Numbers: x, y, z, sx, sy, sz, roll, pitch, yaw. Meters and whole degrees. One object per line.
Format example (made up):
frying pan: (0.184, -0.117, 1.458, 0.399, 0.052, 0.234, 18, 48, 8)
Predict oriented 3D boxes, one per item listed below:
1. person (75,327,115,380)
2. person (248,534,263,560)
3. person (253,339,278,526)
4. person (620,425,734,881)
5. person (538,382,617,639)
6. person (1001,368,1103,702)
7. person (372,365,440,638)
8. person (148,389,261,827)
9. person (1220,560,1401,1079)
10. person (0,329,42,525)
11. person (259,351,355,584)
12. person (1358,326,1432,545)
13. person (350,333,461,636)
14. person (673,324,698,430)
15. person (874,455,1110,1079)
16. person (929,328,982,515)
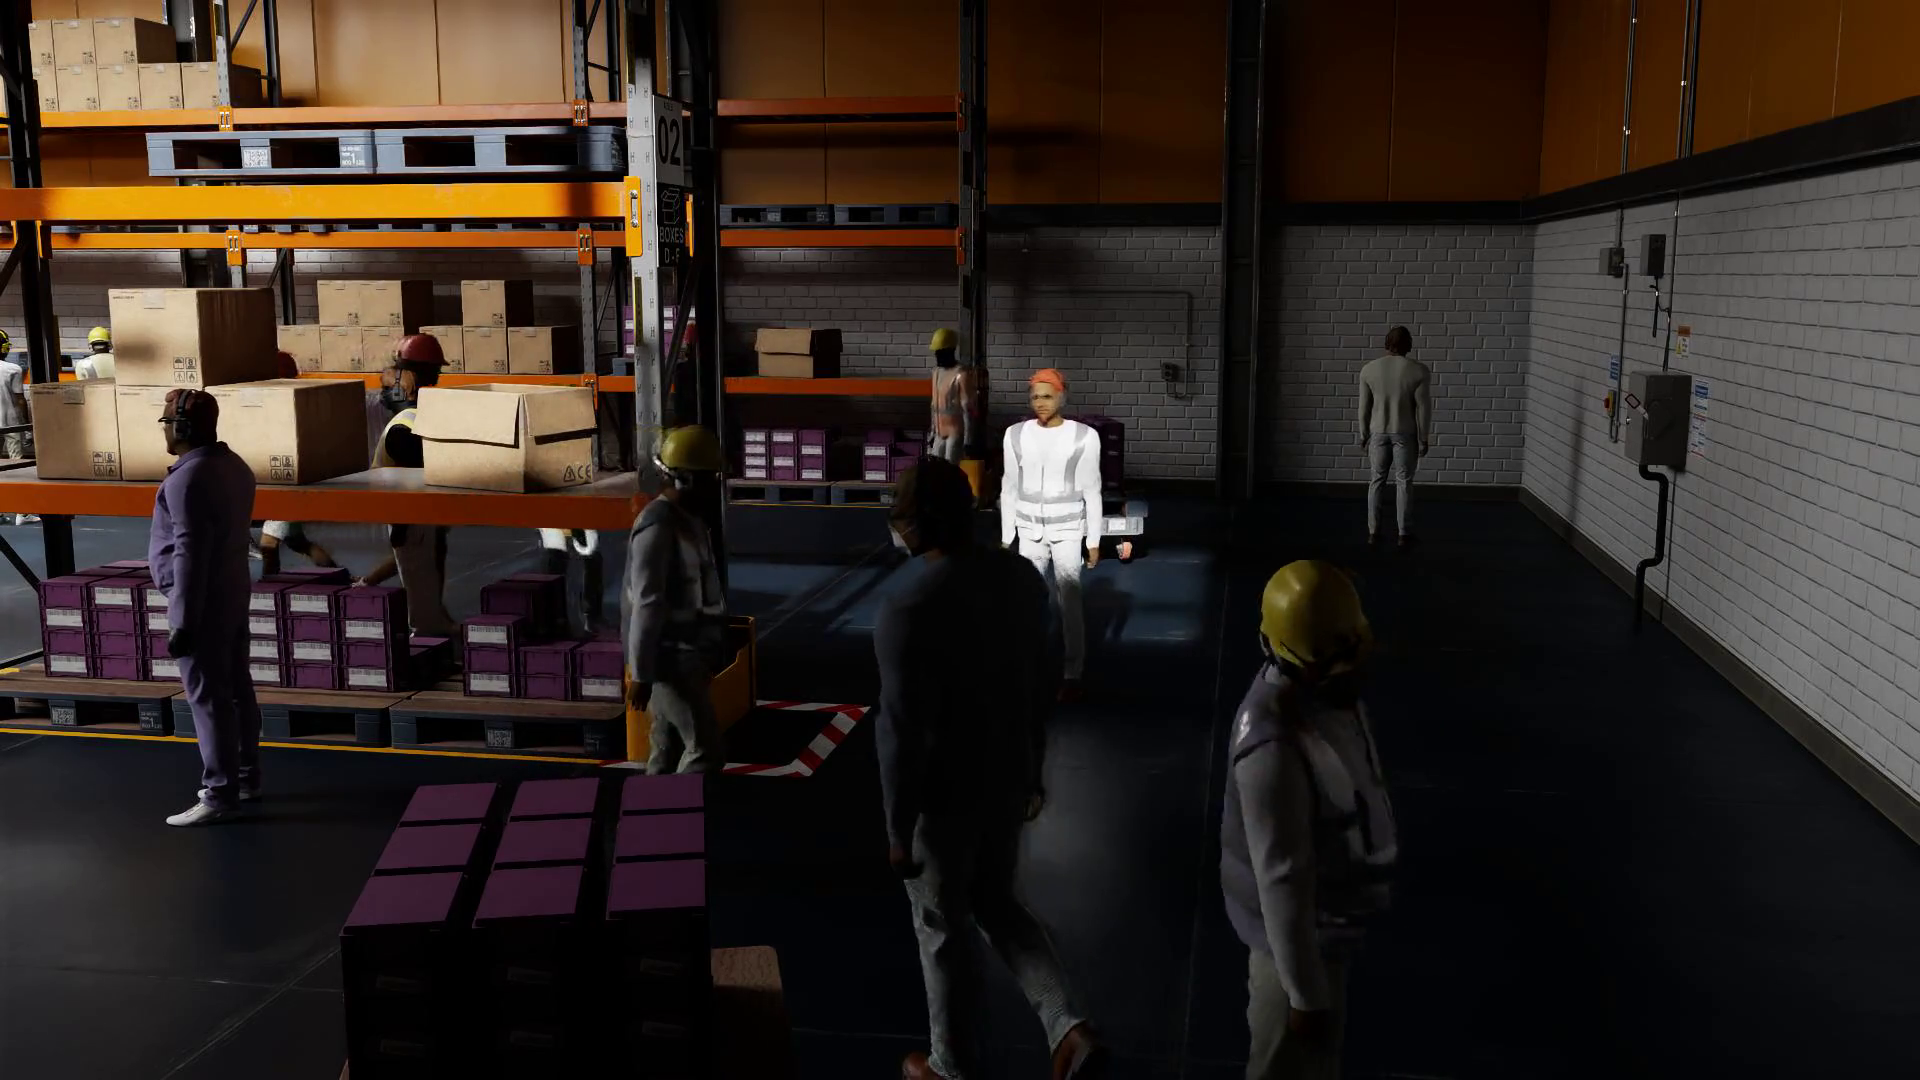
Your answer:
person: (-9.066, -1.341, 17.667, 0.403, 1.826, 0.593, 9, 13, 43)
person: (-5.972, -0.800, 13.962, 0.377, 1.938, 0.547, -4, 10, -23)
person: (-6.509, -1.071, 15.646, 0.354, 1.939, 0.545, -9, 13, -43)
person: (-1.094, 0.459, 6.539, 0.470, 1.809, 0.612, 0, 9, 1)
person: (-2.525, -0.167, 10.772, 0.568, 1.710, 0.515, 5, 11, 29)
person: (0.514, -0.028, 9.370, 0.589, 1.878, 0.347, 4, 10, 21)
person: (-3.394, -0.148, 10.217, 0.429, 1.845, 0.621, -1, 9, -8)
person: (-3.319, 0.291, 7.295, 0.409, 1.907, 0.651, -1, 9, -4)
person: (0.790, 0.906, 3.877, 0.440, 1.782, 0.698, 3, 10, 19)
person: (-9.093, -1.066, 15.827, 0.531, 1.870, 0.317, 0, 9, -2)
person: (-4.575, -0.359, 11.389, 0.909, 1.888, 0.604, -7, 12, -37)
person: (3.840, -0.920, 14.704, 0.637, 1.938, 0.357, 5, 10, 28)
person: (-3.646, -0.340, 10.897, 0.759, 2.019, 0.619, 0, 9, 2)
person: (-2.349, -0.857, 14.219, 0.823, 1.960, 0.641, 5, 10, 28)
person: (0.068, 0.722, 4.598, 0.661, 1.918, 0.644, -9, 13, -43)
person: (-0.054, -0.998, 15.276, 0.539, 1.906, 0.608, -6, 11, -33)
